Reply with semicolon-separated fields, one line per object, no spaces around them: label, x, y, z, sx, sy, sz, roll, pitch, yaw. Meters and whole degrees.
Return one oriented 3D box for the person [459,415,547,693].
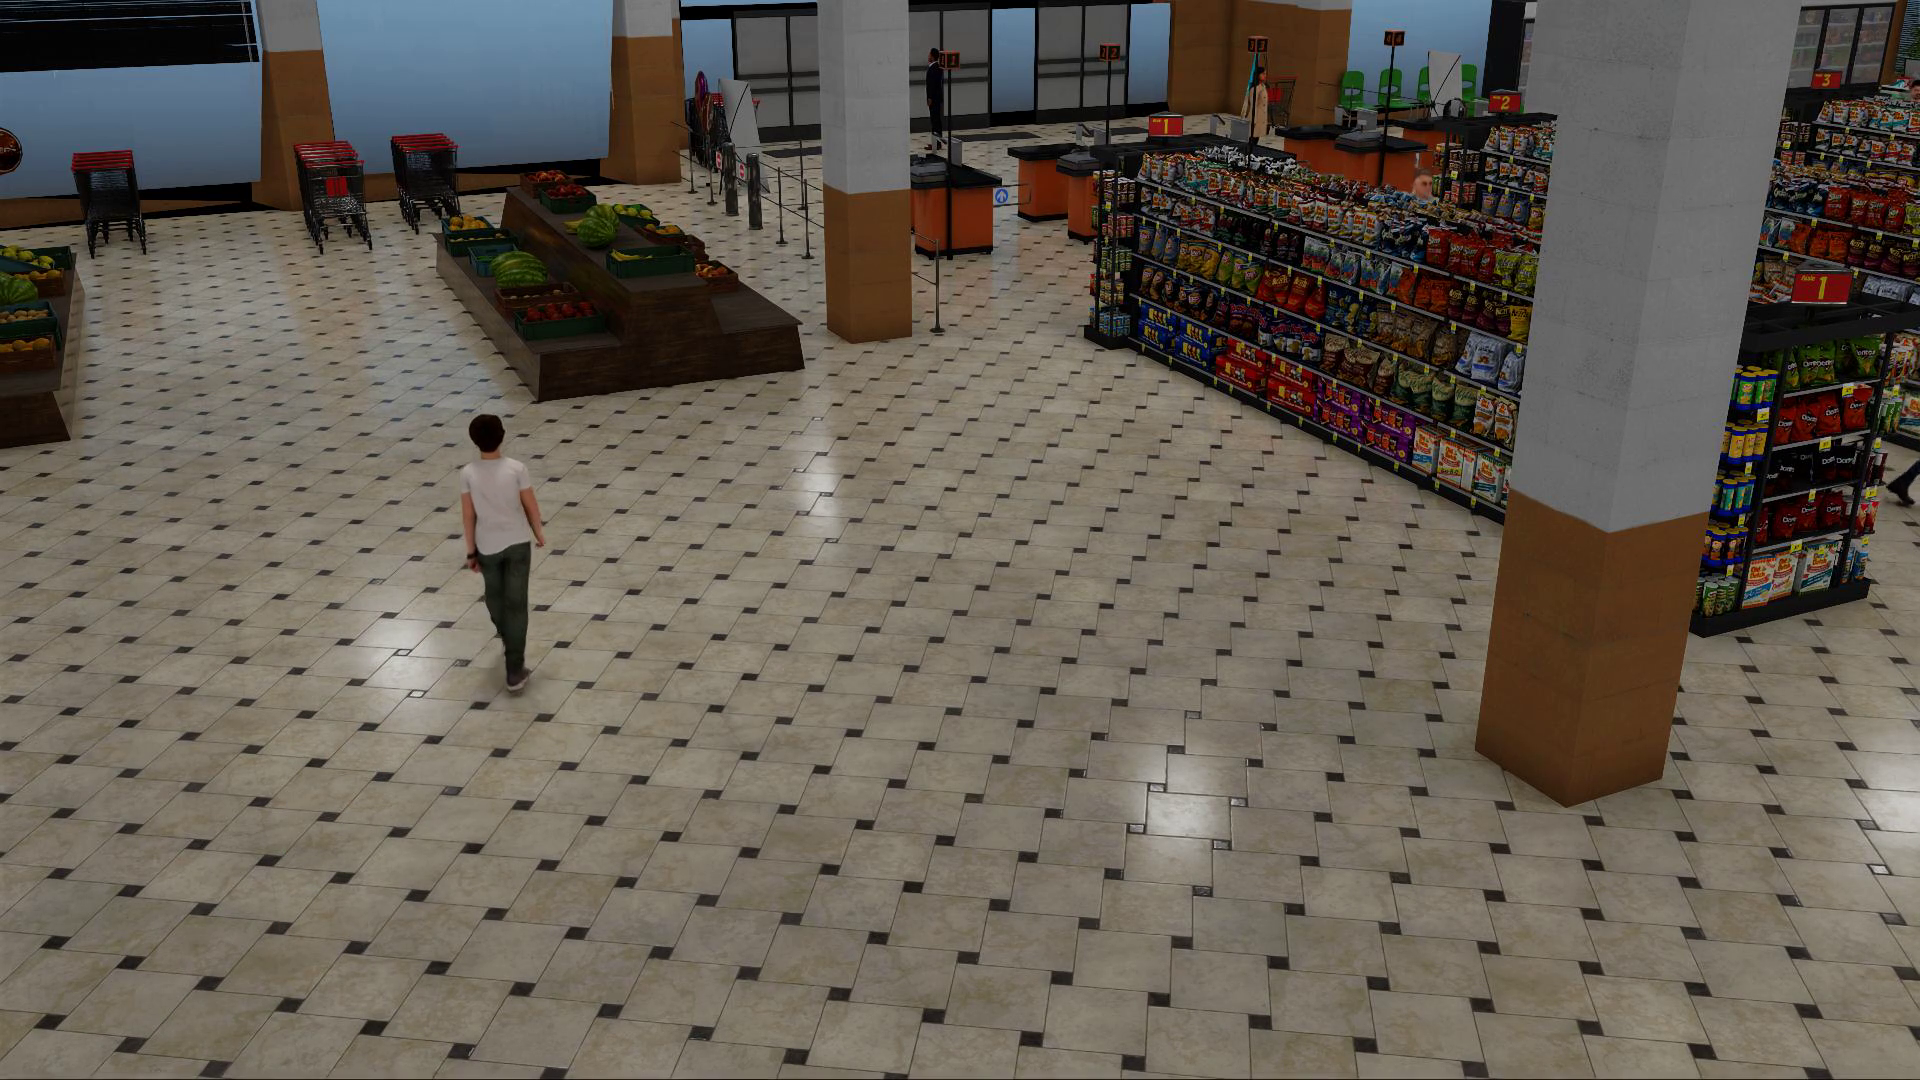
person;-2.698;0.106;9.814;0.835;1.609;1.157;-2;22;-4

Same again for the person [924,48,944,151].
person;-0.435;-7.734;29.167;0.767;1.728;0.683;5;23;13

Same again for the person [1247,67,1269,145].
person;4.771;-6.764;26.816;0.734;1.681;0.712;12;25;27

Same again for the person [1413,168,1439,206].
person;4.637;-2.934;17.124;0.850;1.801;1.080;-3;22;-6
